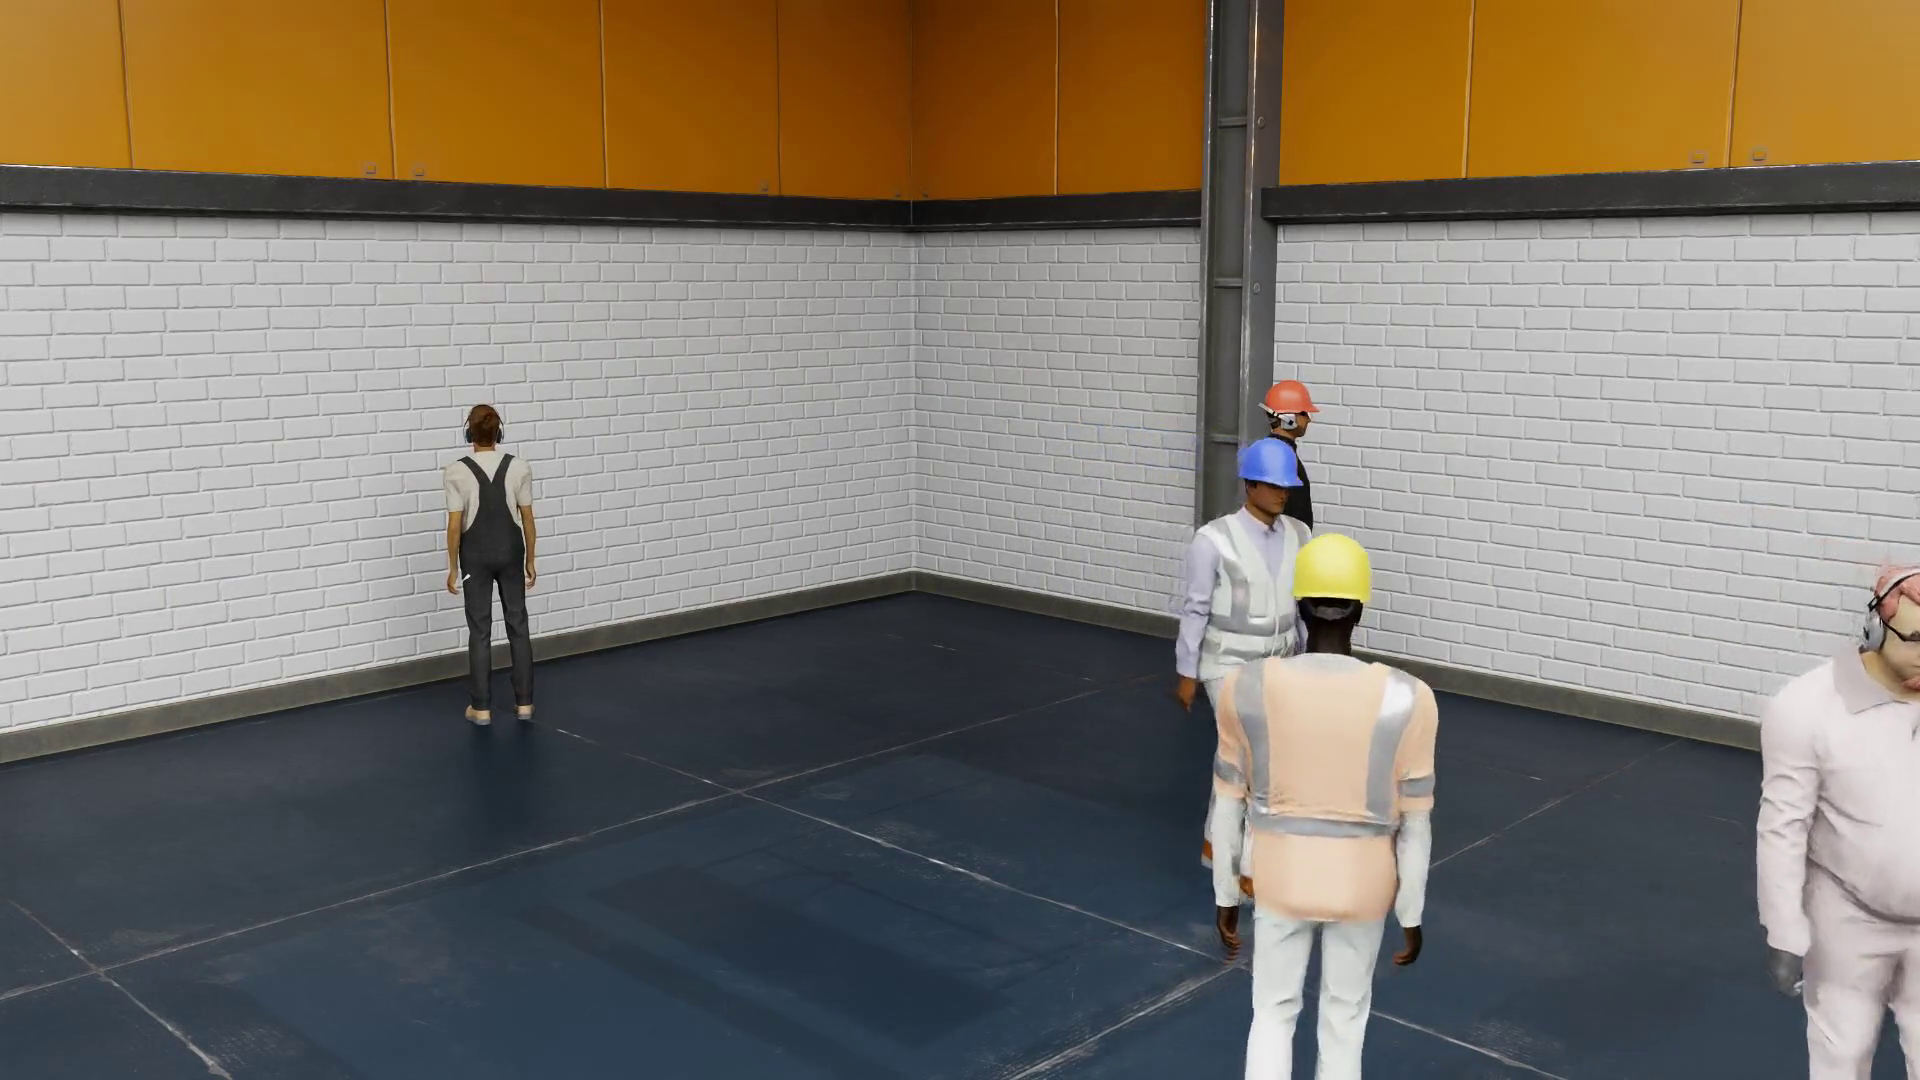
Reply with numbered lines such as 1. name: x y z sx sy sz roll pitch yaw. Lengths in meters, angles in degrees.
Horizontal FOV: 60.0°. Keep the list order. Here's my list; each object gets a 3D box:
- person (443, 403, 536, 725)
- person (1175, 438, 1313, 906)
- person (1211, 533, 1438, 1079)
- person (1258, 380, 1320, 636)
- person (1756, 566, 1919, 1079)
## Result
1. person: -2.691 0.140 9.552 0.504 1.847 0.344 -4 10 -26
2. person: 1.259 0.542 6.847 0.616 1.911 0.841 -6 11 -31
3. person: 0.956 0.942 4.458 0.588 1.910 0.618 3 10 17
4. person: 1.796 0.106 9.307 0.377 1.995 0.608 -2 9 -10
5. person: 2.377 0.995 4.212 0.679 1.871 0.767 2 10 14
